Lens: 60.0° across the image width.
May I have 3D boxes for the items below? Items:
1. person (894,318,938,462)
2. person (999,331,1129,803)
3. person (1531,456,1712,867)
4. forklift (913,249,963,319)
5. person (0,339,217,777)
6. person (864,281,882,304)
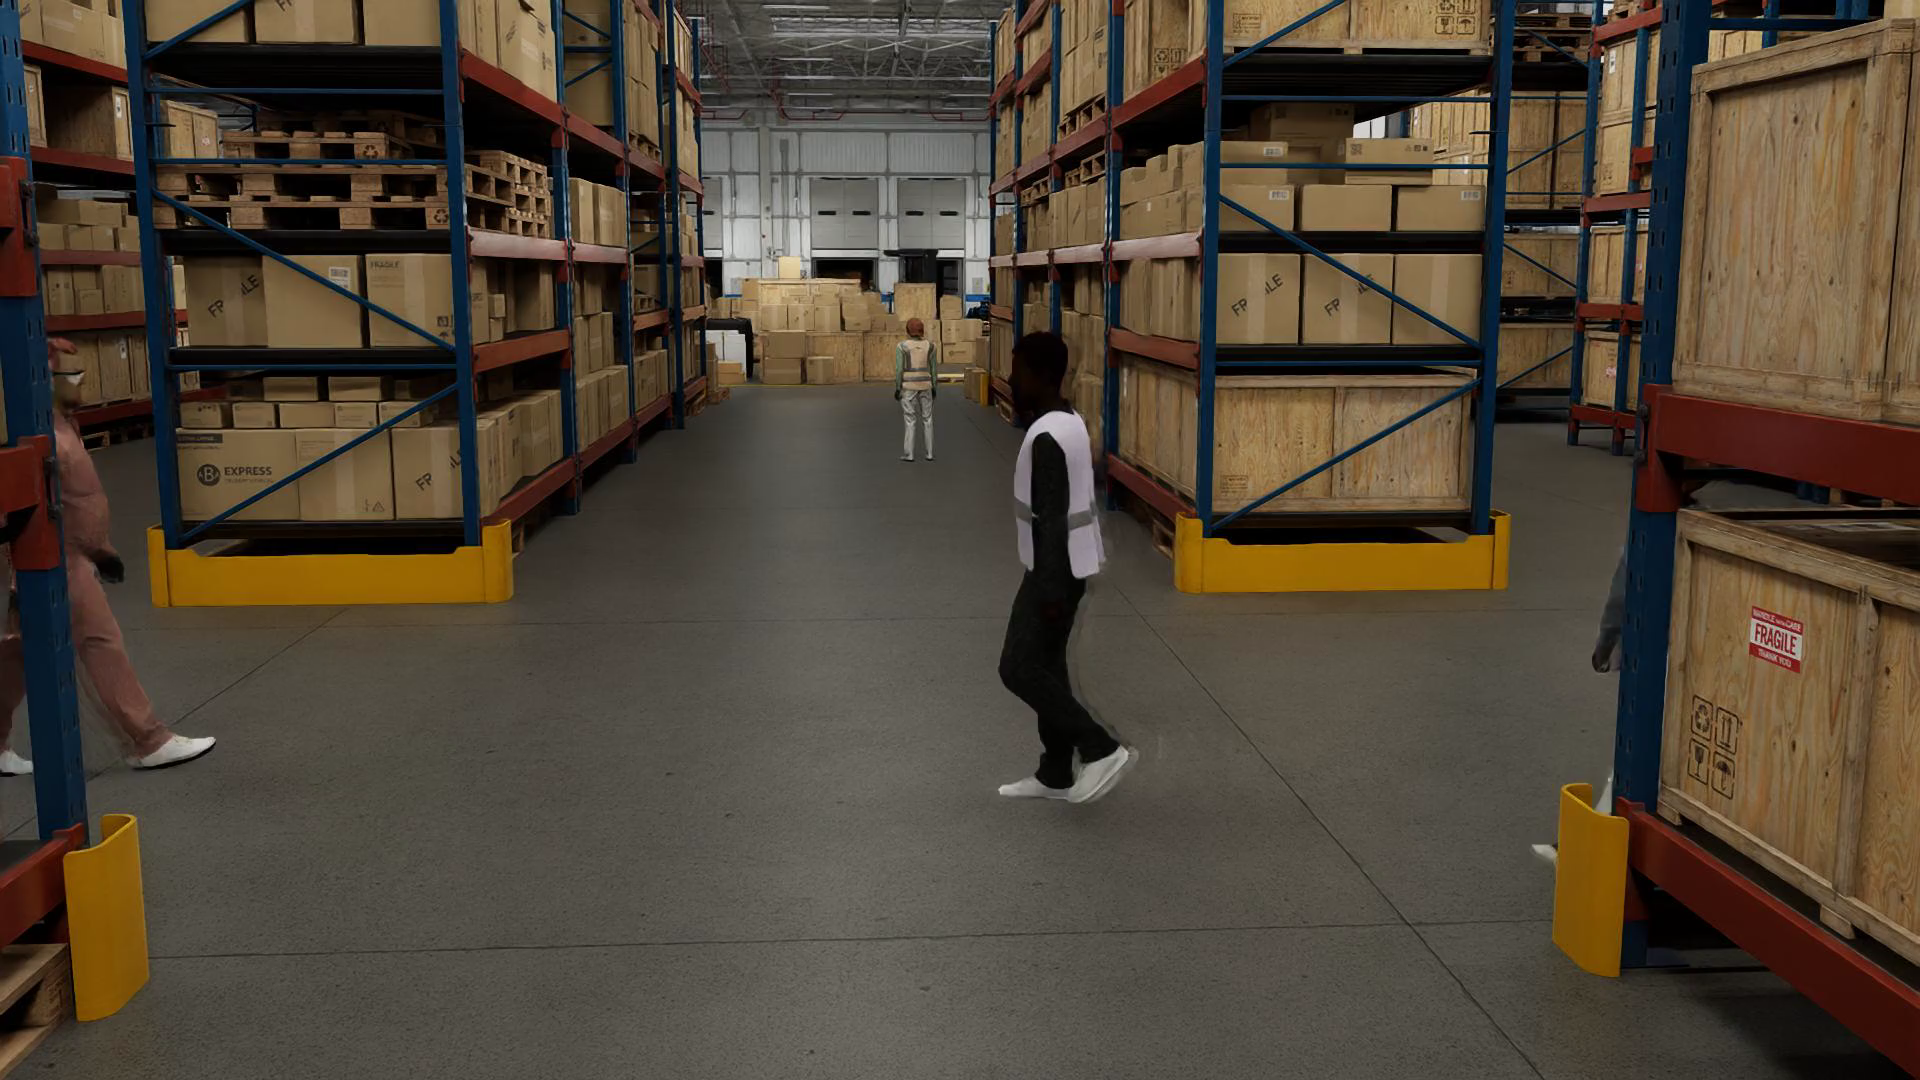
[{"bbox_3d":[-0.498,-1.707,18.943,0.523,1.636,0.311,-4,10,-22],"label":"person"},{"bbox_3d":[0.375,0.127,6.610,0.458,1.904,0.590,2,9,11],"label":"person"},{"bbox_3d":[2.377,0.401,5.833,0.825,1.596,0.522,-1,9,-4],"label":"person"},{"bbox_3d":[-0.943,-6.621,45.902,1.873,2.768,1.129,-5,10,-29],"label":"forklift"},{"bbox_3d":[-3.758,0.087,6.992,0.986,1.856,0.656,-4,10,-24],"label":"person"},{"bbox_3d":[-3.003,-7.962,57.374,0.676,1.912,0.451,-3,9,-16],"label":"person"}]
